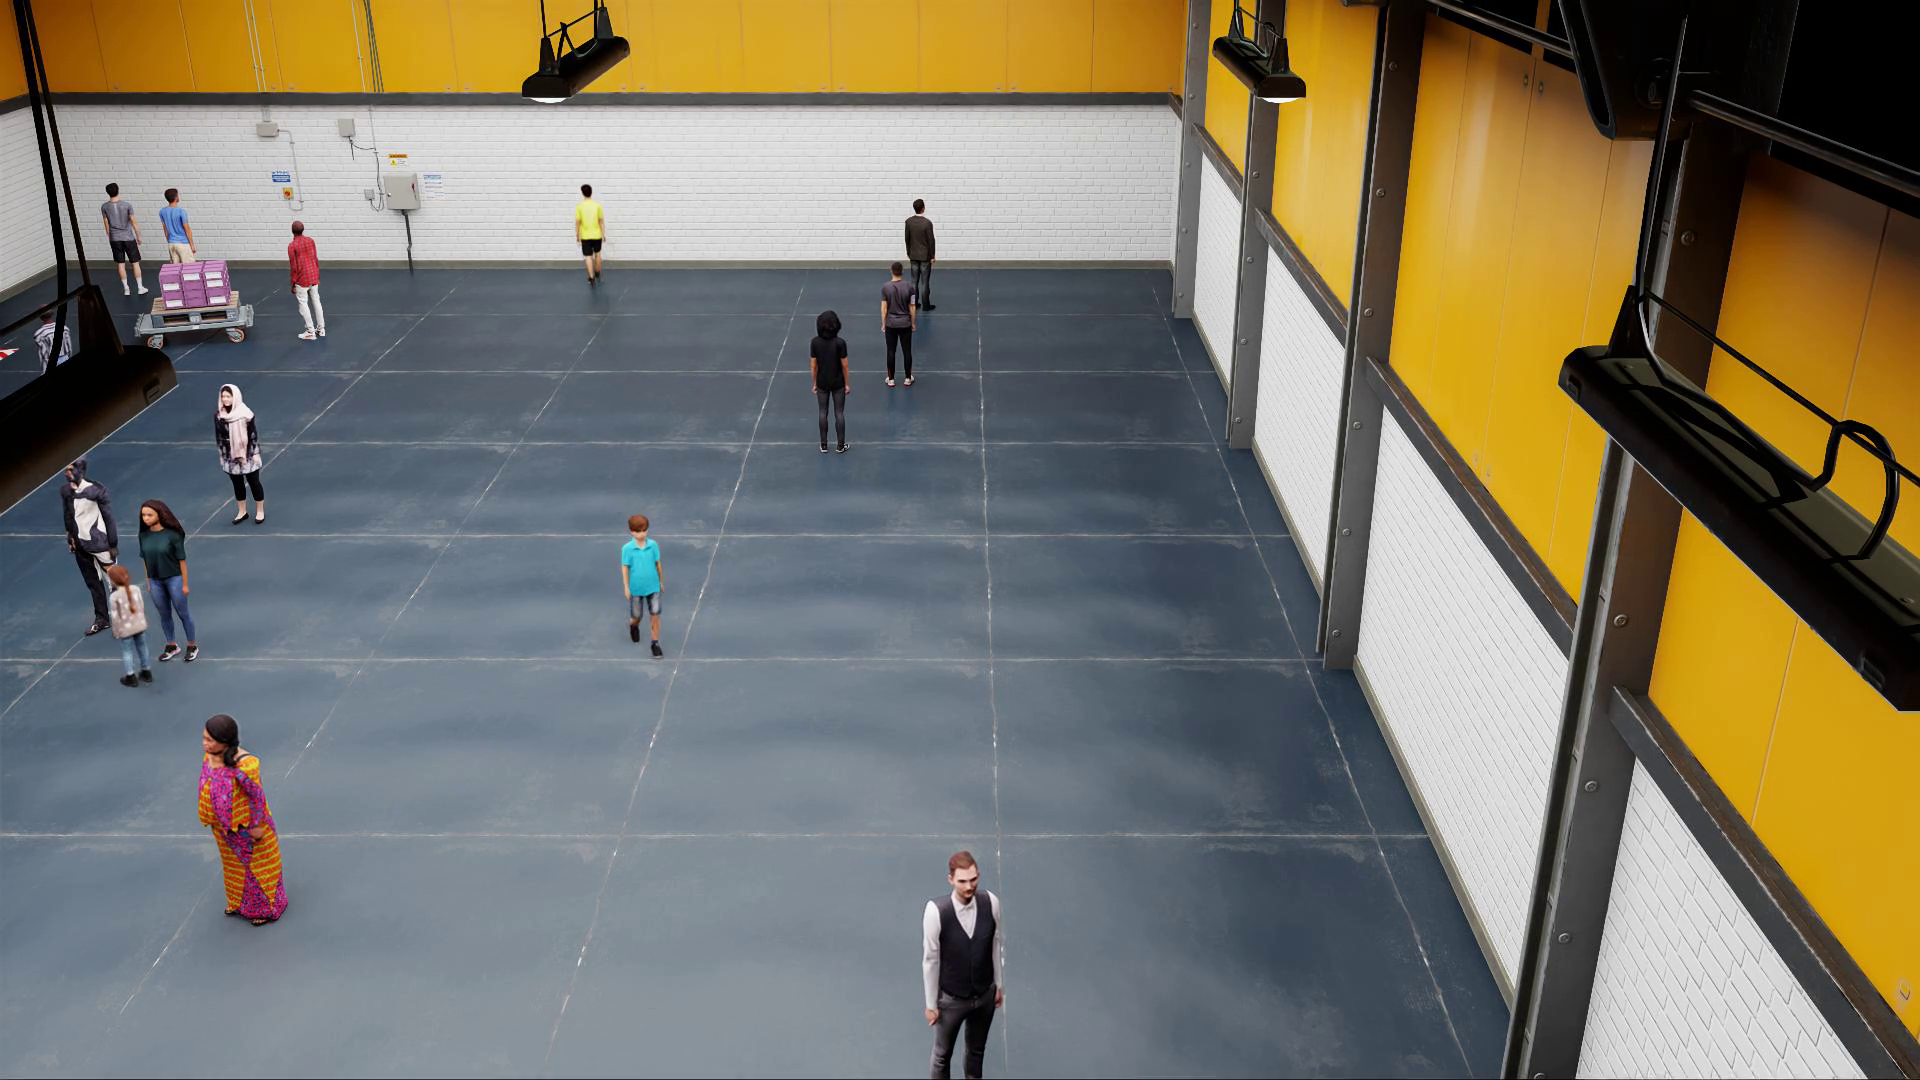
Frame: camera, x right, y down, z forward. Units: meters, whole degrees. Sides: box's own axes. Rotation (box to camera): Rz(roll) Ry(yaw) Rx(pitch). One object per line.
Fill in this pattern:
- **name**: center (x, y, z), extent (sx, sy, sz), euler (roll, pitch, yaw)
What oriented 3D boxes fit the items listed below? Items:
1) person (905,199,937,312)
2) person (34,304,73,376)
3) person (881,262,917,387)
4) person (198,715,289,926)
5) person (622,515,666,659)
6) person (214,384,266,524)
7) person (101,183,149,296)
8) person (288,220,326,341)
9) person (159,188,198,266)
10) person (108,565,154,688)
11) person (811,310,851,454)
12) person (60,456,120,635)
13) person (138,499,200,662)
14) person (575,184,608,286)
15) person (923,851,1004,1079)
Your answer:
- **person**: center (-0.642, -4.625, 26.933), extent (0.746, 1.805, 0.712), euler (11, 26, 24)
- **person**: center (-11.517, -2.152, 21.288), extent (0.754, 1.796, 0.614), euler (11, 26, 23)
- **person**: center (-0.867, -3.030, 23.335), extent (0.645, 1.764, 0.557), euler (-2, 24, -4)
- **person**: center (-5.199, 1.986, 11.964), extent (0.766, 1.681, 0.801), euler (12, 26, 26)
- **person**: center (-3.031, 0.409, 15.876), extent (0.689, 1.437, 0.819), euler (-10, 26, -22)
- **person**: center (-8.145, -0.987, 18.821), extent (0.615, 1.638, 0.604), euler (0, 24, -1)
- **person**: center (-13.987, -5.029, 27.774), extent (0.713, 1.871, 0.643), euler (-6, 24, -13)
- **person**: center (-10.030, -4.004, 25.493), extent (0.819, 1.820, 0.705), euler (14, 27, 29)
- **person**: center (-12.851, -4.857, 27.391), extent (0.686, 1.862, 0.611), euler (4, 24, 10)
- **person**: center (-7.625, 0.785, 15.322), extent (0.645, 1.192, 0.571), euler (16, 28, 33)
- **person**: center (-1.629, -1.989, 20.865), extent (0.659, 1.836, 0.571), euler (3, 24, 7)
- **person**: center (-8.412, 0.036, 16.163), extent (0.740, 1.890, 0.667), euler (5, 24, 12)
- **person**: center (-7.501, 0.370, 15.741), extent (0.601, 1.617, 0.595), euler (1, 24, 3)
- **person**: center (-6.302, -5.190, 28.394), extent (0.877, 1.669, 1.113), euler (-8, 25, -18)
- **person**: center (0.021, 2.699, 10.012), extent (0.740, 1.938, 0.703), euler (-10, 25, -21)
